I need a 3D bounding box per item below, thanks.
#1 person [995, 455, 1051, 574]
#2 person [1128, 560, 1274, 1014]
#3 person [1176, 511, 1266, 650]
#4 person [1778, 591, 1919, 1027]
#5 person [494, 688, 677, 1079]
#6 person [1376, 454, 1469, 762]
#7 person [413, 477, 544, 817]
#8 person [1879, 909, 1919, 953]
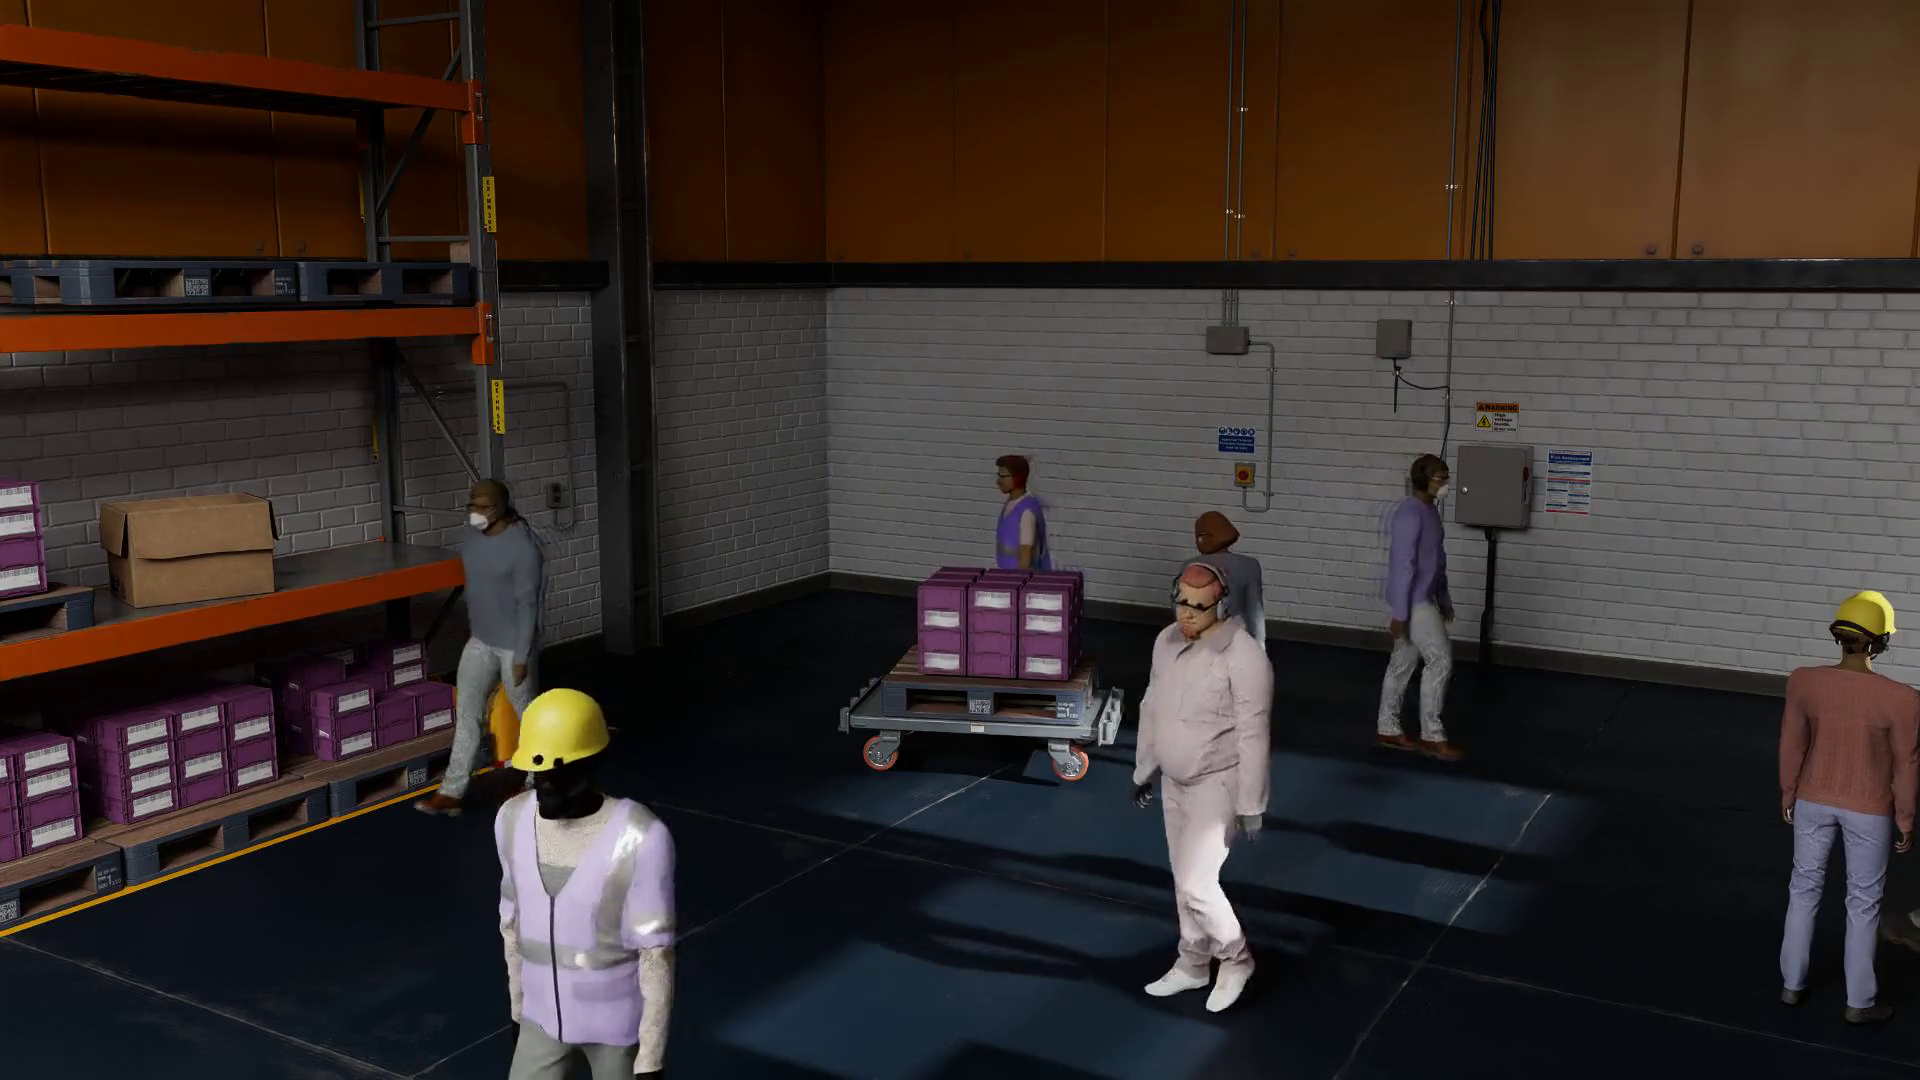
[{"bbox_3d":[0.462,0.295,11.548,0.990,1.803,0.573,-2,9,-15],"label":"person"},{"bbox_3d":[0.962,1.007,6.812,0.416,1.886,0.682,-4,10,-25],"label":"person"},{"bbox_3d":[1.588,0.608,10.182,0.538,1.593,0.788,1,9,4],"label":"person"},{"bbox_3d":[3.600,1.078,6.748,0.310,1.768,0.533,-8,12,-41],"label":"person"},{"bbox_3d":[-1.086,1.353,4.597,0.611,1.898,0.777,3,10,20],"label":"person"},{"bbox_3d":[2.972,0.419,10.414,0.743,1.916,0.632,4,10,22],"label":"person"},{"bbox_3d":[-2.630,0.613,9.218,0.664,1.897,0.945,6,11,32],"label":"person"},{"bbox_3d":[4.576,0.951,7.319,1.031,1.826,0.584,2,9,10],"label":"person"}]
